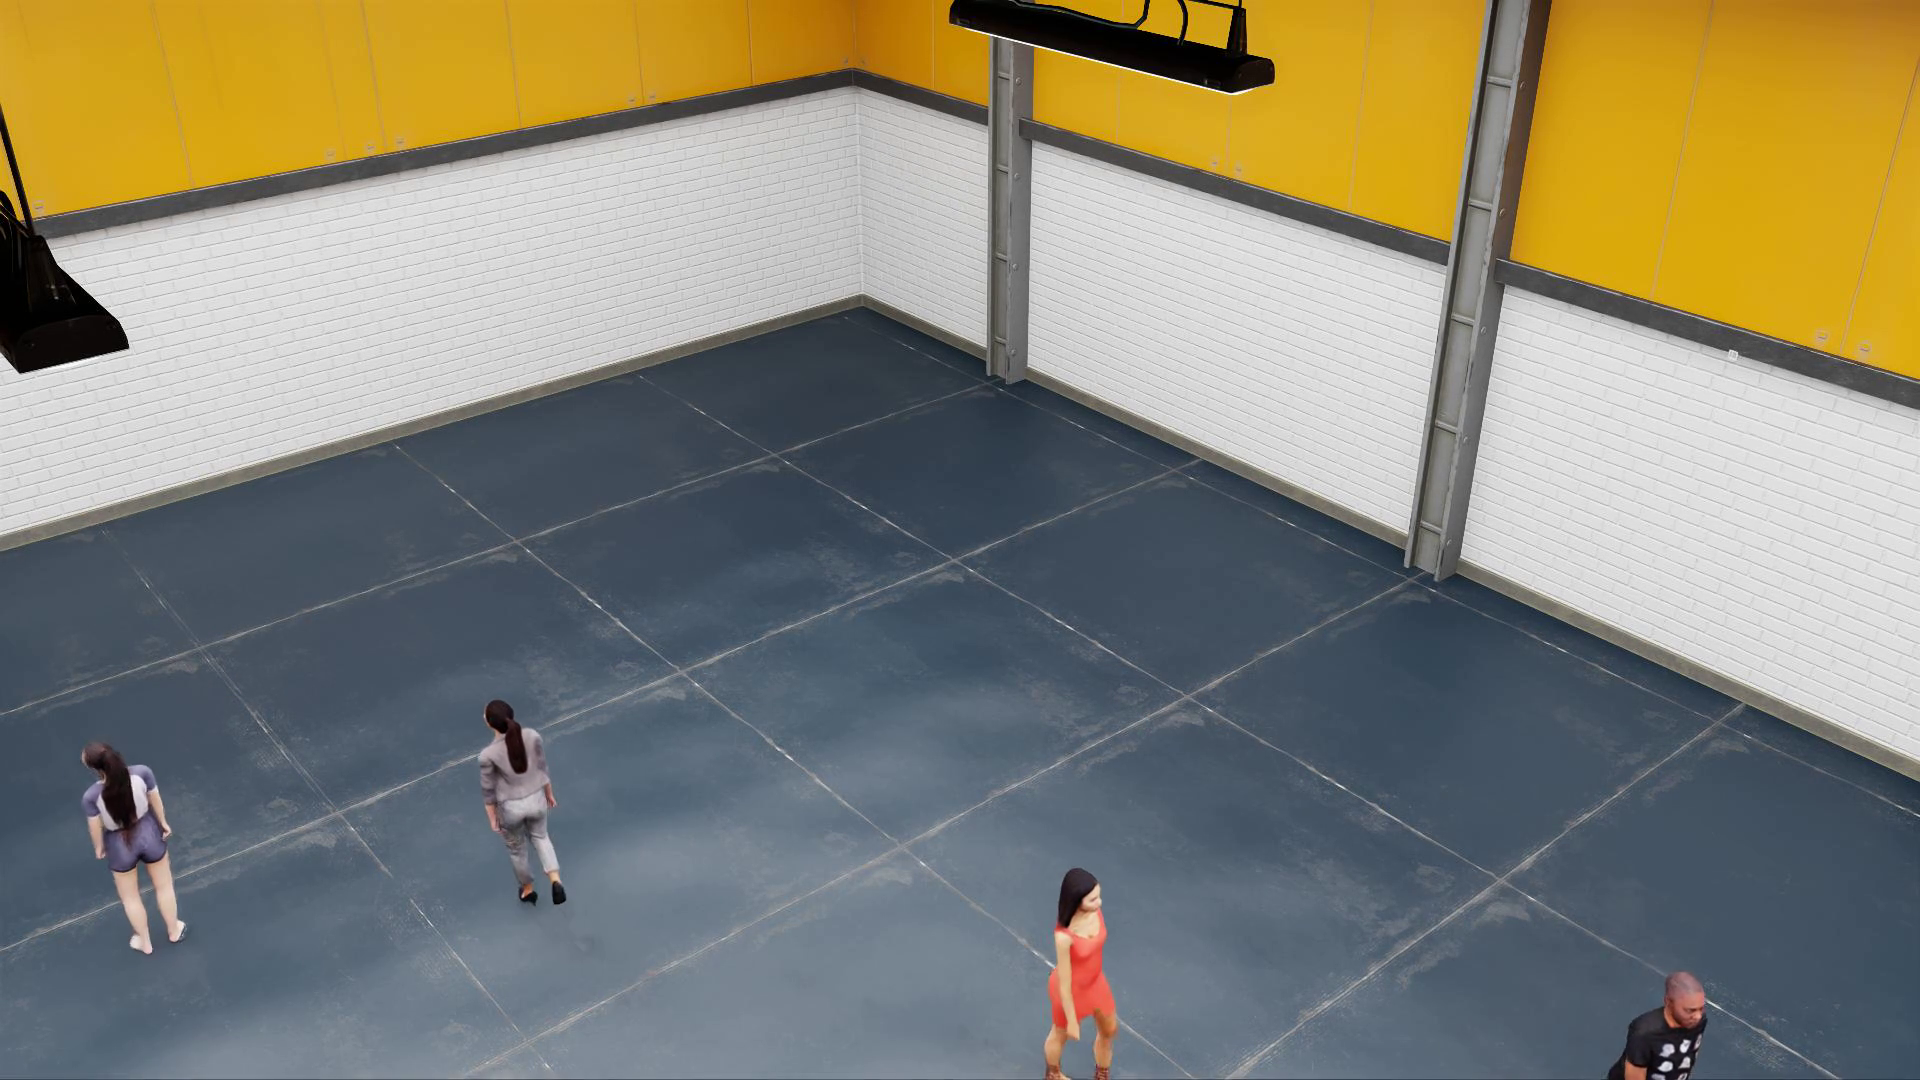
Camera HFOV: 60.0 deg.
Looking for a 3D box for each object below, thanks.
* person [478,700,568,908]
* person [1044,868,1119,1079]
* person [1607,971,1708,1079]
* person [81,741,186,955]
[{"bbox_3d":[-2.867,1.811,11.006,0.631,1.663,0.749,-21,35,-33],"label":"person"},{"bbox_3d":[0.602,2.560,9.595,0.876,1.700,0.762,17,33,28],"label":"person"},{"bbox_3d":[3.568,2.932,8.841,0.926,1.769,1.163,-8,30,-15],"label":"person"},{"bbox_3d":[-5.339,1.963,10.751,0.604,1.641,0.512,-16,32,-26],"label":"person"}]
